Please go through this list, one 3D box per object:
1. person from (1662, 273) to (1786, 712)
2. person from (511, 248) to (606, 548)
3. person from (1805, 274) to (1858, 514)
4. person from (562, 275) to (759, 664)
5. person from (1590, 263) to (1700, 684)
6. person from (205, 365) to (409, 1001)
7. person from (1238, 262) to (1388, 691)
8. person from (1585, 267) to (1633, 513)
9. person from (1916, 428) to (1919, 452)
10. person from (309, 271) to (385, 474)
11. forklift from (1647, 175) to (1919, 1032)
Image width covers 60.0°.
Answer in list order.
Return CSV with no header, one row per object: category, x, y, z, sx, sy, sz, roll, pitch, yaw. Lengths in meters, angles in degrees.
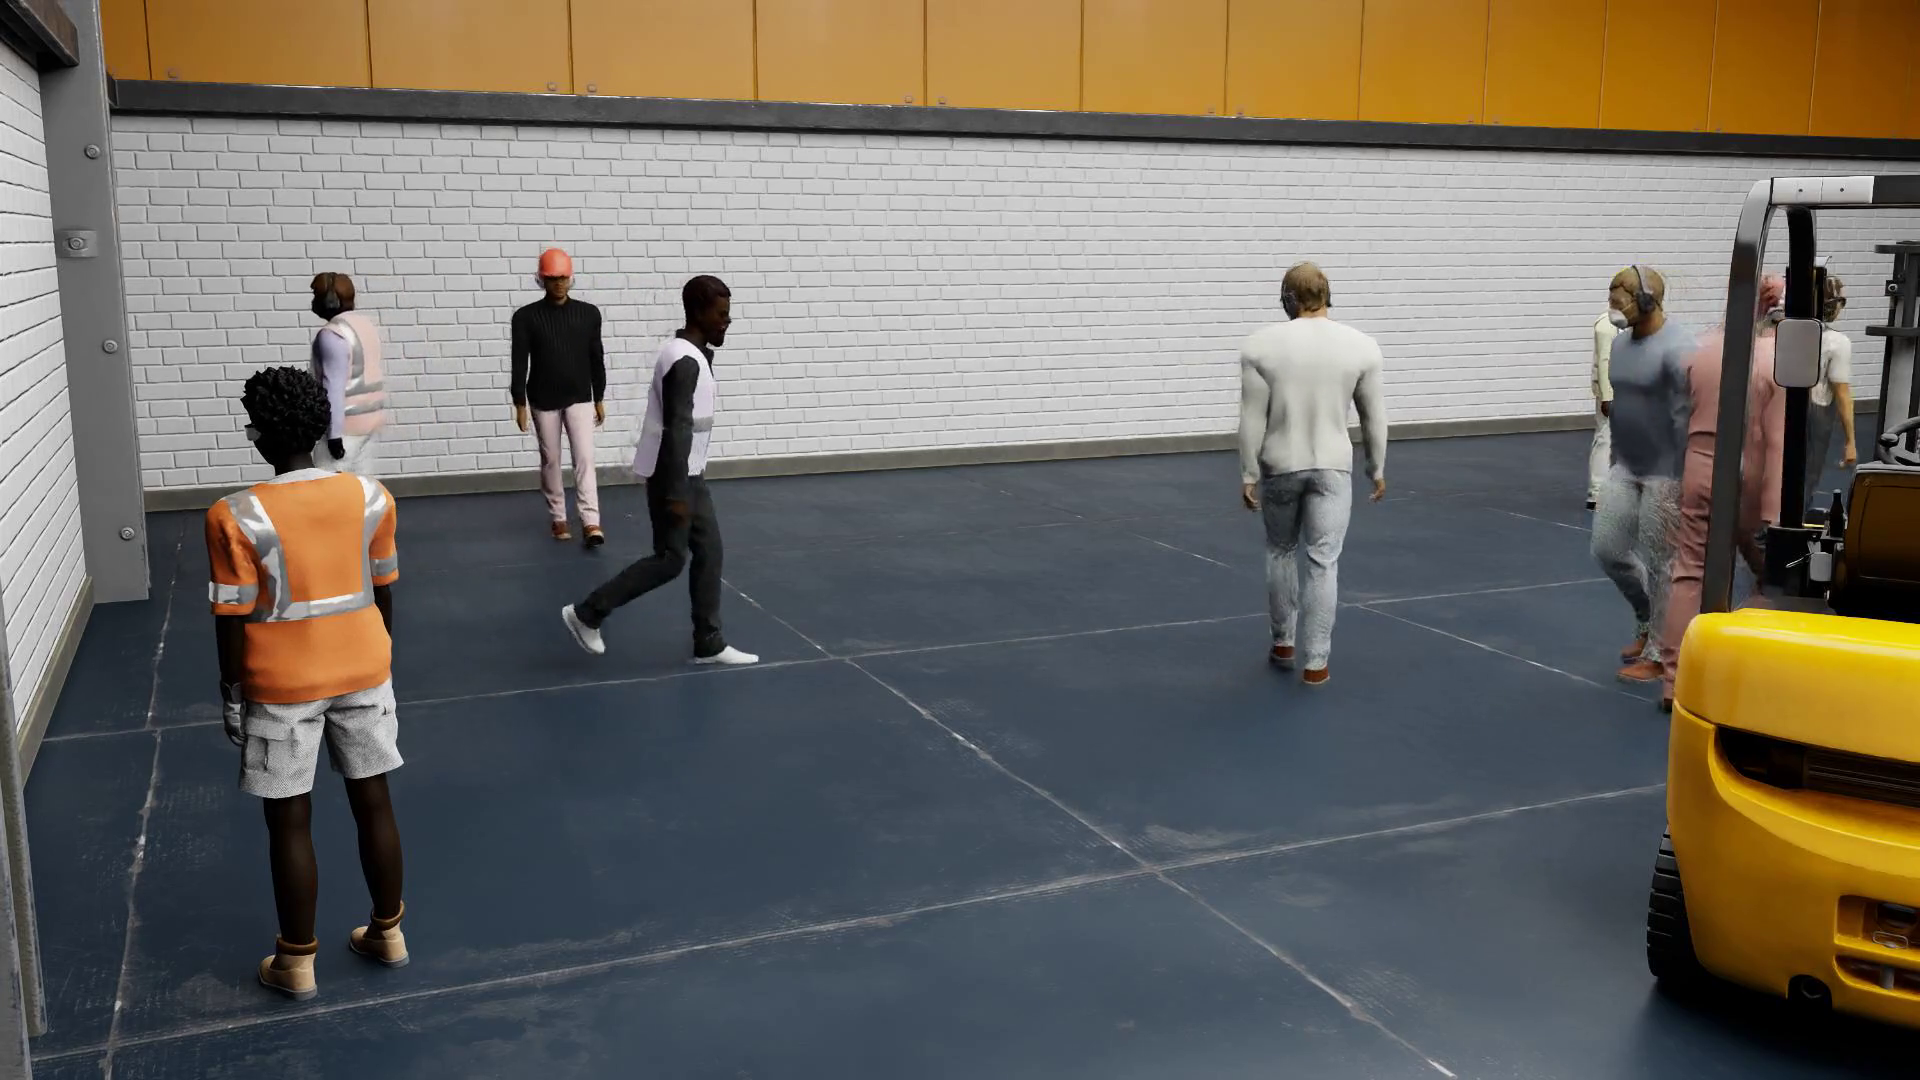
person,3.381,-0.184,7.047,0.768,1.873,0.680,-4,11,-21
person,-2.604,-0.912,10.875,0.642,1.941,1.001,-4,11,-22
person,4.873,-0.591,9.462,0.659,1.822,0.522,-3,11,-18
person,-1.415,-0.300,7.768,0.820,1.873,0.606,-1,10,-3
person,3.123,-0.283,7.524,0.453,1.910,0.655,-3,11,-16
person,-1.736,0.382,4.465,0.320,1.694,0.532,9,14,41
person,1.616,-0.307,7.649,0.665,1.907,0.767,2,11,12
person,4.858,-1.092,12.229,0.595,1.825,0.403,-10,14,-44
person,6.135,-0.820,10.501,0.399,1.905,0.642,7,13,35
person,-3.678,-0.676,9.920,0.471,1.834,0.662,0,10,2
forklift,2.810,0.094,4.662,1.214,2.155,2.313,7,12,34
